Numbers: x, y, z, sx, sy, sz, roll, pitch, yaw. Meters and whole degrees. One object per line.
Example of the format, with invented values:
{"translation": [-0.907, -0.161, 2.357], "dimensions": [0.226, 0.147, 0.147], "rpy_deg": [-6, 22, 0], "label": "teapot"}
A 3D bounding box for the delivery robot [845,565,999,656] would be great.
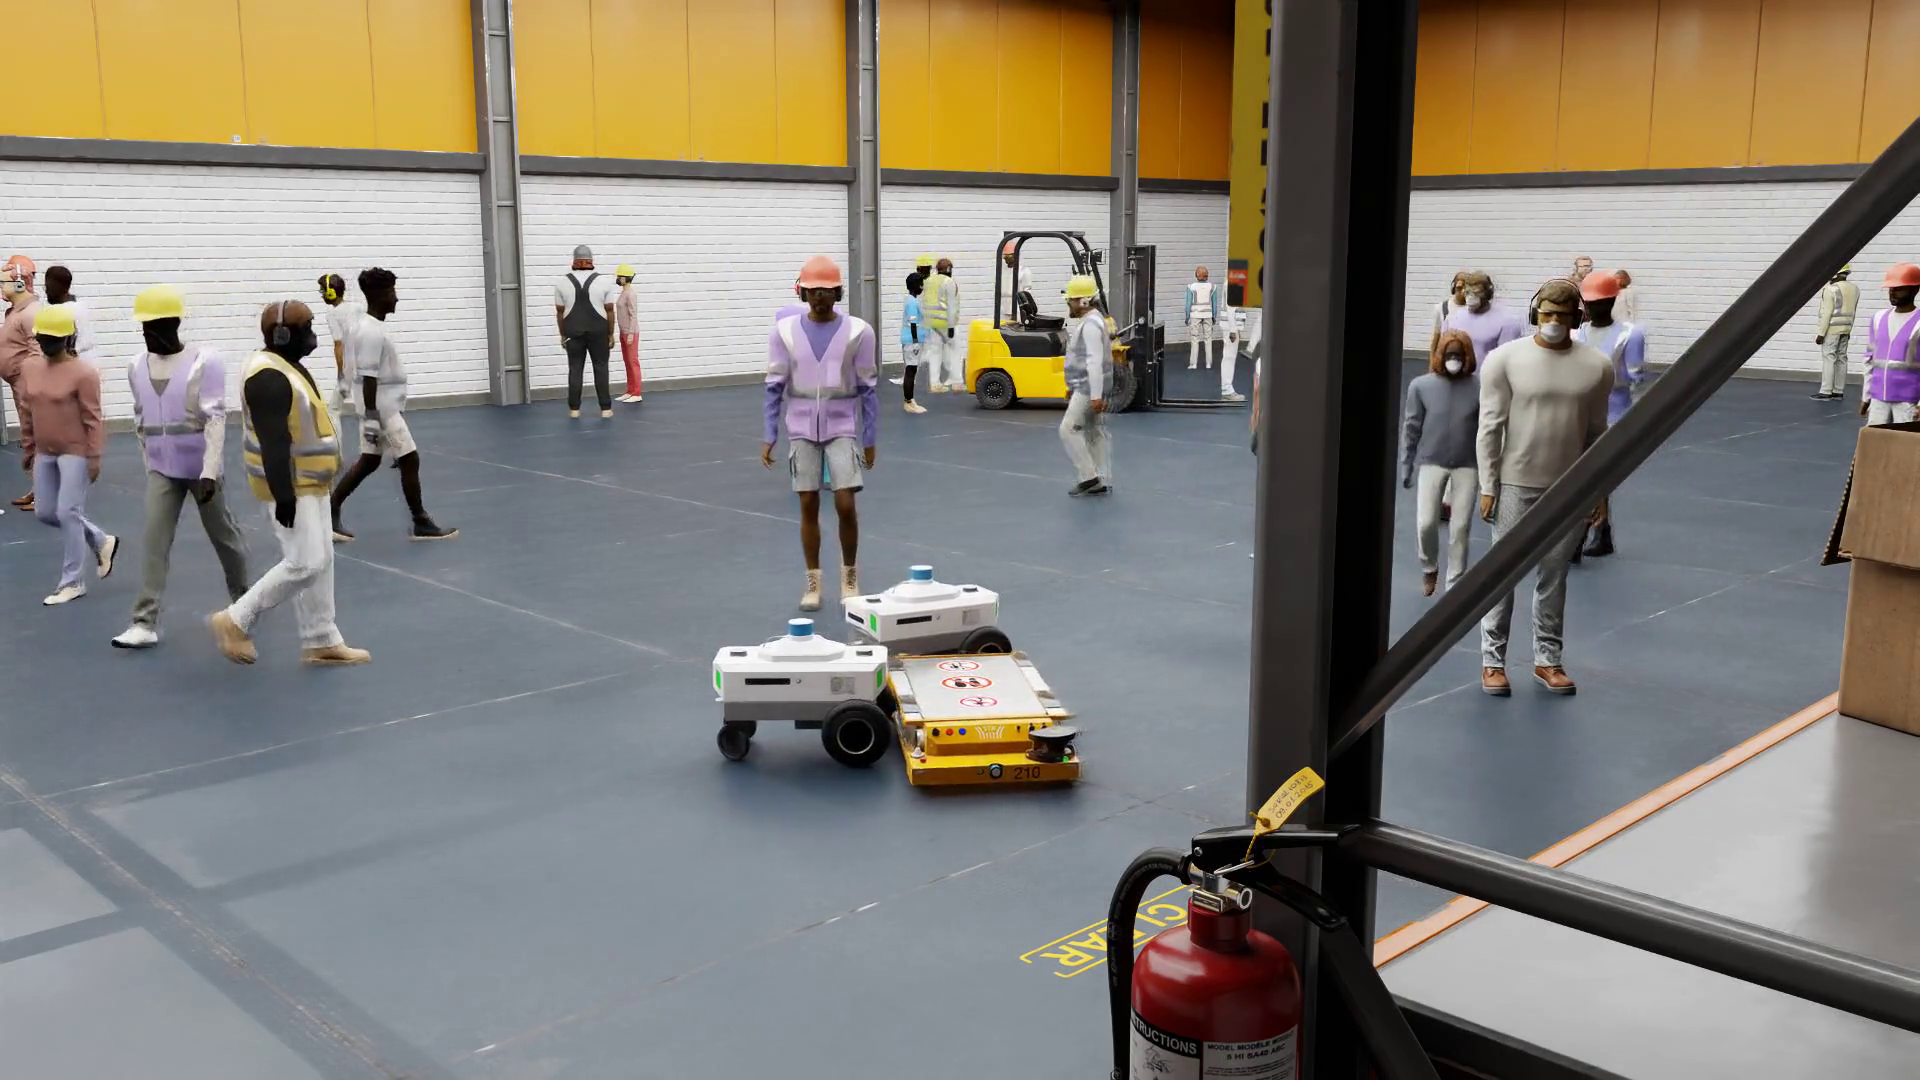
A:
{"translation": [-0.182, 0.365, 7.951], "dimensions": [0.707, 0.478, 0.477], "rpy_deg": [-5, 12, -27], "label": "delivery robot"}

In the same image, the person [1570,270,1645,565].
{"translation": [4.071, -0.789, 10.831], "dimensions": [0.941, 1.892, 0.576], "rpy_deg": [-9, 13, -39], "label": "person"}

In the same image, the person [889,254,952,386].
{"translation": [-0.458, -3.088, 23.450], "dimensions": [1.012, 1.871, 0.610], "rpy_deg": [0, 10, 1], "label": "person"}

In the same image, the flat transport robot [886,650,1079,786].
{"translation": [0.050, 0.718, 7.057], "dimensions": [0.652, 0.197, 1.431], "rpy_deg": [-1, 10, -7], "label": "flat transport robot"}

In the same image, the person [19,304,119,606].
{"translation": [-5.196, -0.514, 9.747], "dimensions": [0.554, 1.740, 0.559], "rpy_deg": [3, 11, 16], "label": "person"}

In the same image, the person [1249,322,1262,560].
{"translation": [2.105, -0.665, 10.893], "dimensions": [0.394, 1.623, 0.540], "rpy_deg": [-6, 12, -31], "label": "person"}

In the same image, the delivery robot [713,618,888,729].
{"translation": [-0.654, 0.567, 6.850], "dimensions": [0.707, 0.478, 0.477], "rpy_deg": [0, 10, -1], "label": "delivery robot"}

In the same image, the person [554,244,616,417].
{"translation": [-4.387, -2.461, 19.565], "dimensions": [0.688, 2.000, 0.535], "rpy_deg": [0, 10, -3], "label": "person"}

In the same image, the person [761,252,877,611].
{"translation": [-0.793, -0.609, 9.477], "dimensions": [0.633, 2.037, 0.413], "rpy_deg": [1, 10, 4], "label": "person"}

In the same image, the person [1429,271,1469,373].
{"translation": [4.820, -1.707, 16.145], "dimensions": [0.510, 1.803, 0.927], "rpy_deg": [2, 11, 11], "label": "person"}

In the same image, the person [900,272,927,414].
{"translation": [-0.557, -2.366, 19.997], "dimensions": [0.319, 1.693, 0.532], "rpy_deg": [-1, 10, -5], "label": "person"}

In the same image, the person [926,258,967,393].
{"translation": [-0.154, -2.905, 22.602], "dimensions": [0.708, 1.813, 0.649], "rpy_deg": [-7, 12, -33], "label": "person"}

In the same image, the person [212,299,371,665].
{"translation": [-3.285, -0.254, 8.103], "dimensions": [0.607, 1.830, 0.641], "rpy_deg": [-1, 10, -8], "label": "person"}

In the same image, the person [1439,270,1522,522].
{"translation": [3.884, -1.074, 12.472], "dimensions": [0.653, 1.878, 1.061], "rpy_deg": [9, 14, 42], "label": "person"}

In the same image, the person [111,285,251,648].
{"translation": [-4.115, -0.398, 8.768], "dimensions": [0.589, 1.876, 0.994], "rpy_deg": [1, 10, 8], "label": "person"}

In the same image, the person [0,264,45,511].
{"translation": [-7.277, -1.186, 12.974], "dimensions": [0.406, 1.910, 0.639], "rpy_deg": [-8, 13, -36], "label": "person"}

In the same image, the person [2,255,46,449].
{"translation": [-9.176, -1.835, 16.425], "dimensions": [0.362, 1.939, 0.542], "rpy_deg": [-7, 12, -33], "label": "person"}

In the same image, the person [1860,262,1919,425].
{"translation": [6.885, -1.068, 12.247], "dimensions": [0.379, 1.938, 0.547], "rpy_deg": [-5, 12, -26], "label": "person"}

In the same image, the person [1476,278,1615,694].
{"translation": [2.705, -0.238, 7.734], "dimensions": [0.627, 1.936, 0.374], "rpy_deg": [0, 10, -2], "label": "person"}

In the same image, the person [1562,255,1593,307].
{"translation": [7.757, -2.598, 20.748], "dimensions": [0.669, 1.878, 0.796], "rpy_deg": [0, 10, -1], "label": "person"}

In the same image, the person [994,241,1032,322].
{"translation": [0.762, -3.380, 24.571], "dimensions": [0.609, 2.043, 0.397], "rpy_deg": [7, 12, 32], "label": "person"}

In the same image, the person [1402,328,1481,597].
{"translation": [2.791, -0.403, 9.483], "dimensions": [0.523, 1.615, 0.362], "rpy_deg": [3, 11, 17], "label": "person"}

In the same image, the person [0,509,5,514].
{"translation": [-7.473, -1.013, 12.503], "dimensions": [0.306, 1.736, 0.484], "rpy_deg": [0, 10, 0], "label": "person"}

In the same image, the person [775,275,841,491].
{"translation": [-1.245, -1.322, 13.886], "dimensions": [0.570, 1.843, 0.372], "rpy_deg": [-1, 10, -4], "label": "person"}

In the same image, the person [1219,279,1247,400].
{"translation": [3.527, -2.720, 21.411], "dimensions": [0.360, 1.883, 0.574], "rpy_deg": [3, 11, 16], "label": "person"}

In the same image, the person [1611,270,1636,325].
{"translation": [9.779, -3.201, 24.777], "dimensions": [0.760, 1.605, 0.503], "rpy_deg": [-2, 11, -9], "label": "person"}

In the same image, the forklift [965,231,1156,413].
{"translation": [1.222, -2.721, 20.561], "dimensions": [2.313, 2.155, 1.214], "rpy_deg": [2, 11, 13], "label": "forklift"}

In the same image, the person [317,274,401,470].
{"translation": [-5.471, -1.504, 15.064], "dimensions": [0.909, 1.800, 0.543], "rpy_deg": [4, 11, 22], "label": "person"}

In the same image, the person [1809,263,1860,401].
{"translation": [11.293, -2.709, 21.483], "dimensions": [0.586, 1.833, 0.403], "rpy_deg": [-5, 12, -26], "label": "person"}

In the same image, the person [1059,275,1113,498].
{"translation": [1.013, -1.233, 13.491], "dimensions": [0.469, 1.810, 0.610], "rpy_deg": [2, 11, 9], "label": "person"}

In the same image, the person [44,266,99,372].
{"translation": [-7.611, -1.389, 14.191], "dimensions": [0.472, 1.875, 0.712], "rpy_deg": [-4, 11, -23], "label": "person"}

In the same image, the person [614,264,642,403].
{"translation": [-4.264, -2.642, 21.291], "dimensions": [0.309, 1.772, 0.525], "rpy_deg": [-5, 12, -26], "label": "person"}

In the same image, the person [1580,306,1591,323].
{"translation": [4.752, -1.007, 12.829], "dimensions": [0.624, 1.584, 0.847], "rpy_deg": [-5, 12, -27], "label": "person"}

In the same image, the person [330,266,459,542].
{"translation": [-4.069, -0.929, 11.531], "dimensions": [0.960, 1.928, 0.616], "rpy_deg": [-4, 11, -19], "label": "person"}

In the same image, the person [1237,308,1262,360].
{"translation": [5.200, -3.959, 28.313], "dimensions": [1.016, 1.820, 0.596], "rpy_deg": [-6, 12, -31], "label": "person"}

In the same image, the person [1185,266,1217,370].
{"translation": [3.831, -3.523, 26.451], "dimensions": [0.525, 1.639, 0.307], "rpy_deg": [-2, 11, -9], "label": "person"}
